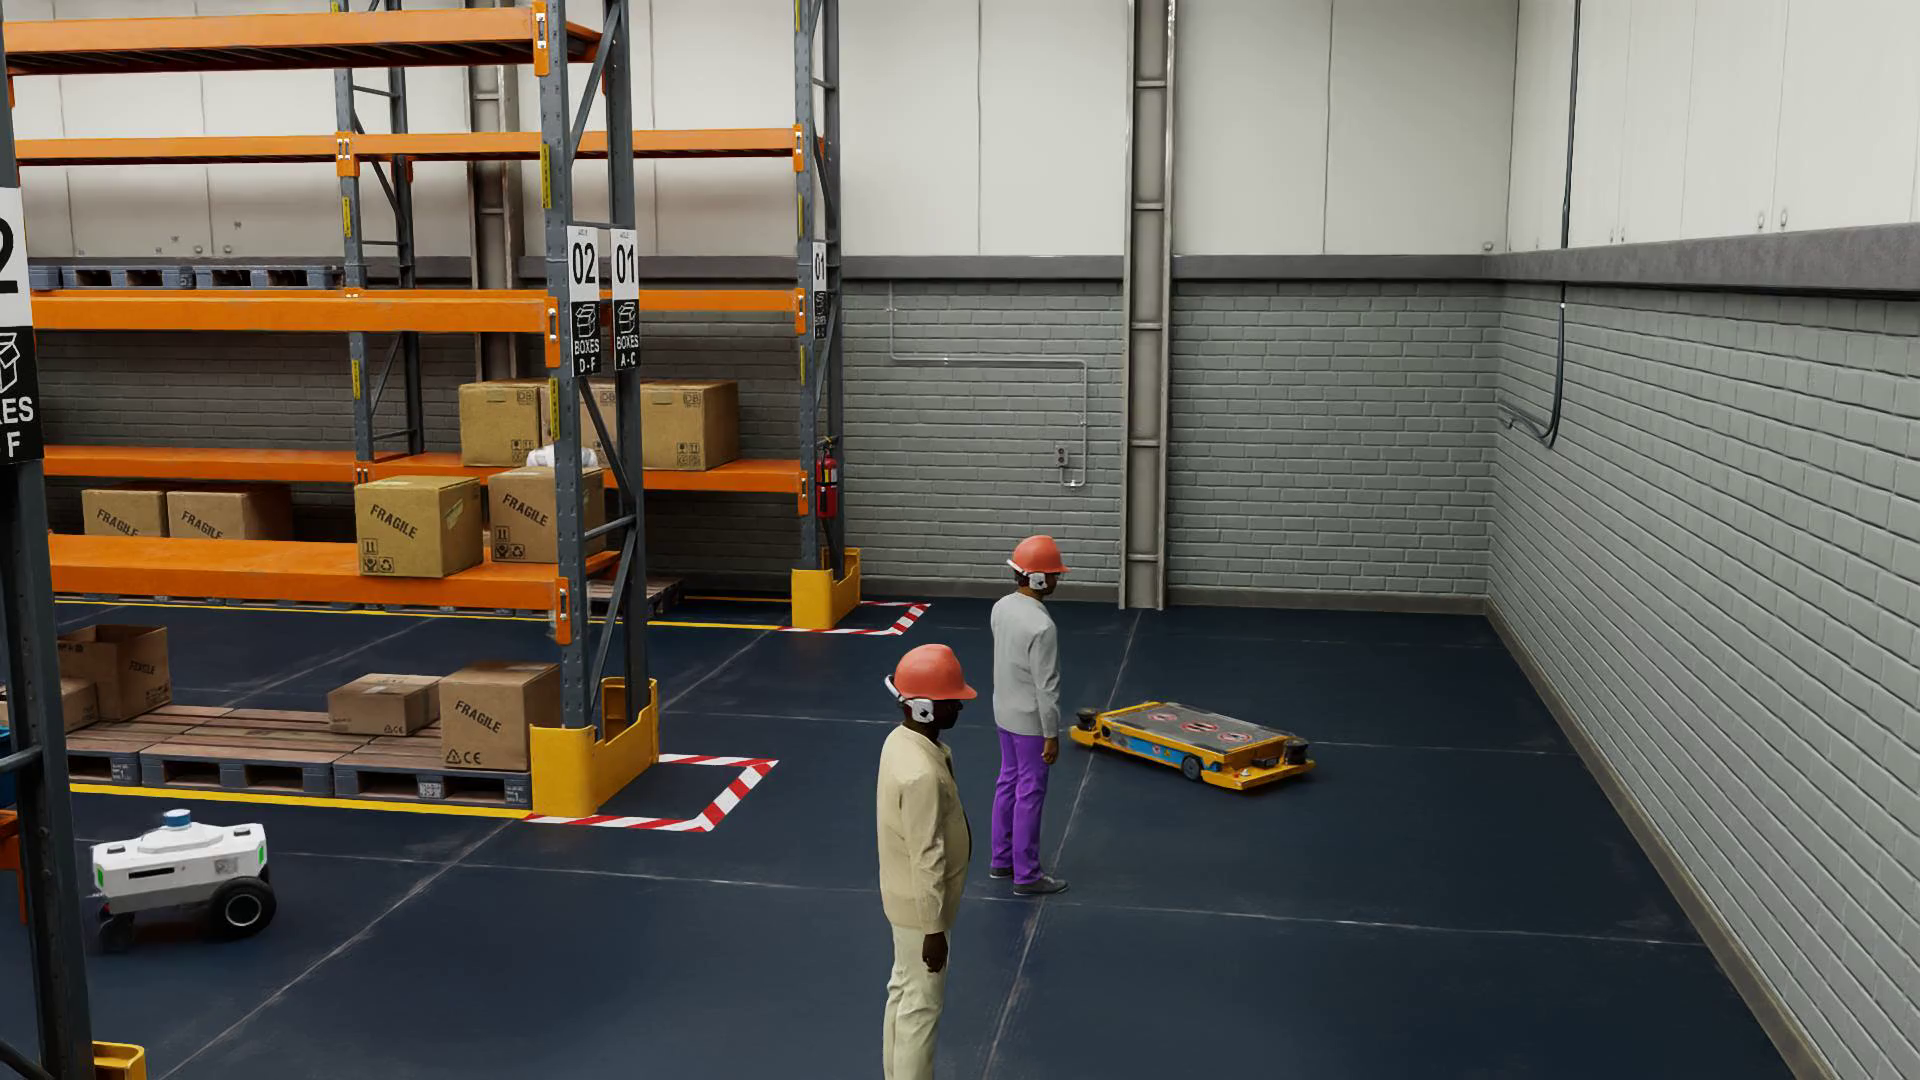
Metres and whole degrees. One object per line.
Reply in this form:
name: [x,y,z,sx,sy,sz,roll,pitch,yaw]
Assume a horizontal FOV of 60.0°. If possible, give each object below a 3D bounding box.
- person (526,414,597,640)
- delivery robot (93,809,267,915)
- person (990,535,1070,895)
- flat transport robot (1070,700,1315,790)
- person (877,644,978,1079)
person: [-3.233,-0.131,13.586,0.583,1.883,0.345,-4,10,-22]
delivery robot: [-3.522,1.462,7.520,0.707,0.478,0.477,-4,10,-26]
person: [0.348,0.838,8.011,0.342,1.745,0.569,-4,10,-21]
flat transport robot: [1.400,1.221,10.181,0.652,0.197,1.431,-7,12,-39]
person: [-0.109,1.210,5.665,0.334,1.749,0.576,-1,9,-9]
